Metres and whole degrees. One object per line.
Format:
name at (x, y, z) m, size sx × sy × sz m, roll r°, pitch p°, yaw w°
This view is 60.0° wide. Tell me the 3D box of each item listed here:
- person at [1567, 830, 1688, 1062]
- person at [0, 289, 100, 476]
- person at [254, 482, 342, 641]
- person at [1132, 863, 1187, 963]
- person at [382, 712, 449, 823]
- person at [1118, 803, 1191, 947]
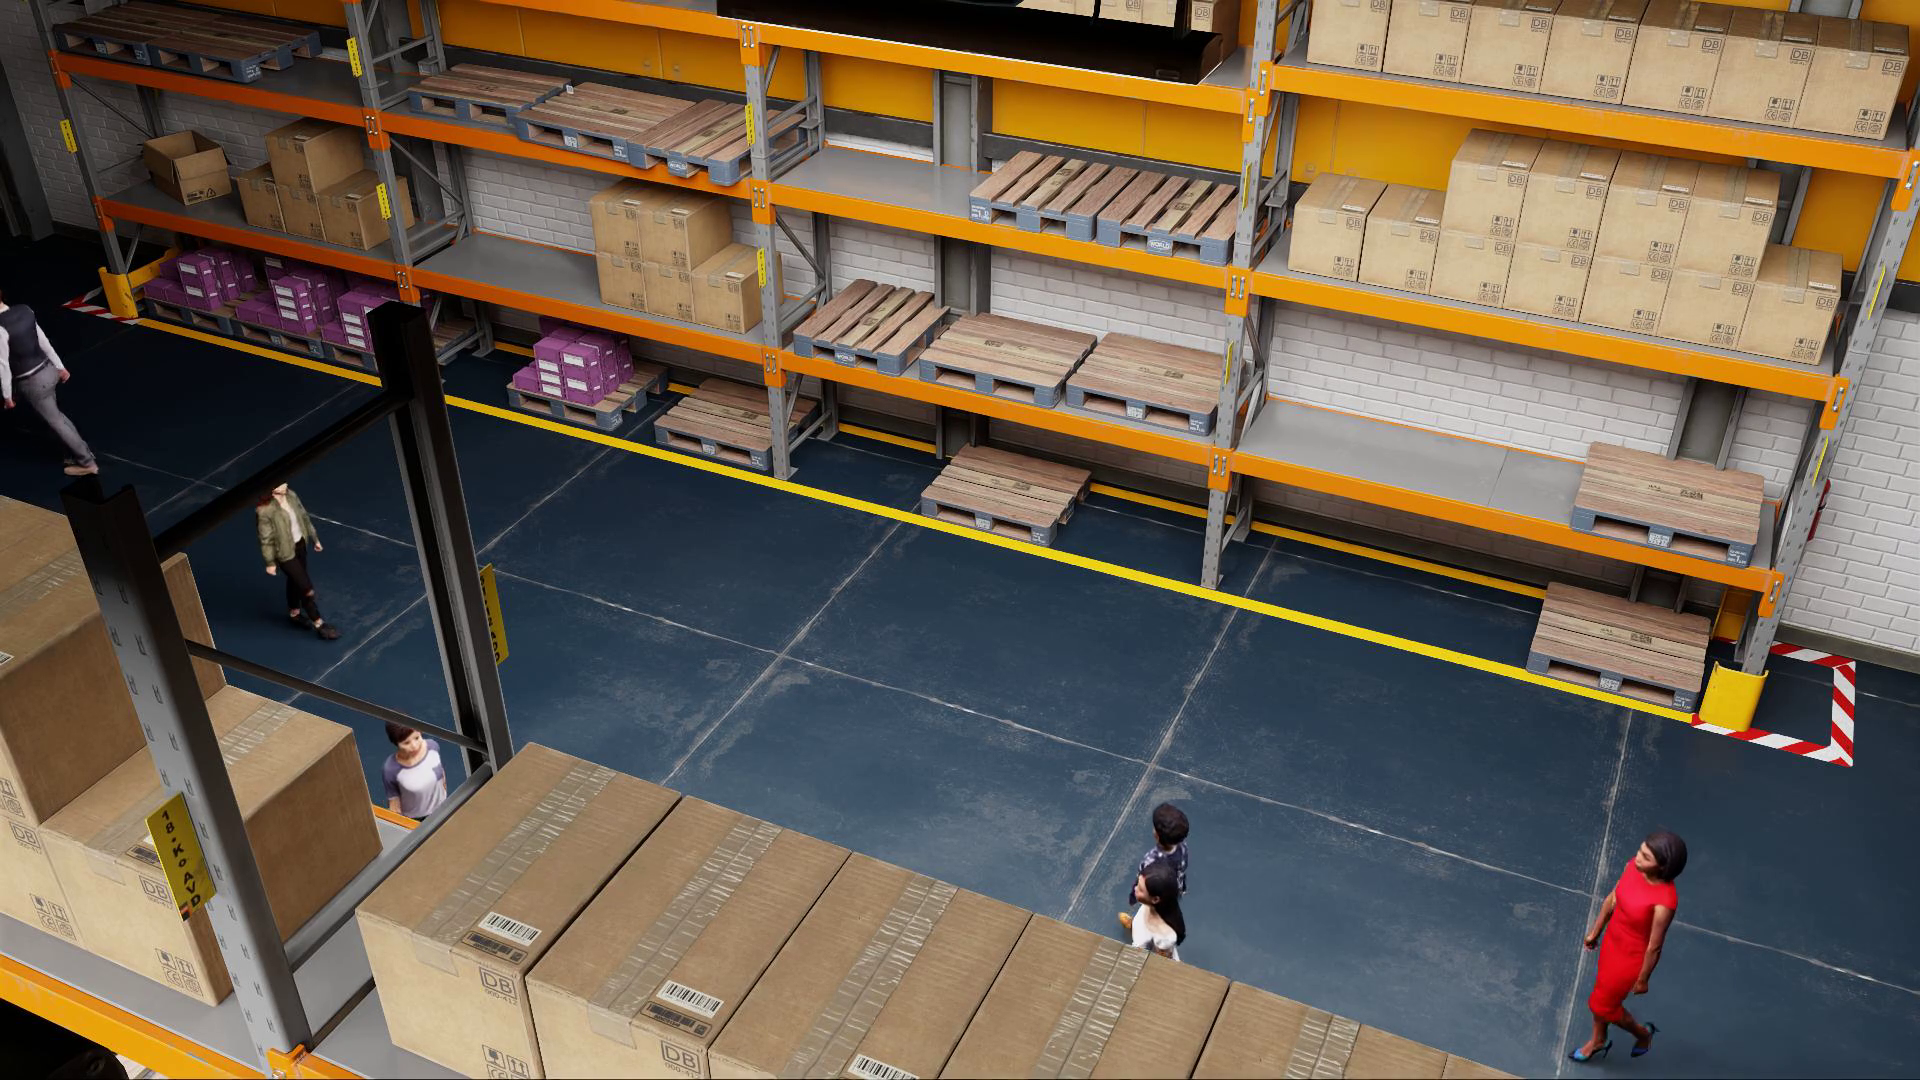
person at (3.735, 2.261, 9.116) m, size 0.825 × 1.734 × 0.741 m, roll -3°, pitch 34°, yaw -4°
person at (-7.958, -1.402, 14.473) m, size 0.844 × 1.903 × 0.809 m, roll 8°, pitch 35°, yaw 12°
person at (-5.158, 0.078, 12.645) m, size 0.787 × 1.462 × 0.670 m, roll 9°, pitch 35°, yaw 13°
person at (1.113, 2.407, 8.874) m, size 0.827 × 1.757 × 0.751 m, roll 2°, pitch 34°, yaw 3°
person at (-3.340, 1.653, 10.226) m, size 0.821 × 1.517 × 1.139 m, roll -29°, pitch 43°, yaw -36°
person at (1.216, 2.104, 9.813) m, size 0.735 × 1.224 × 0.904 m, roll -23°, pitch 40°, yaw -31°
